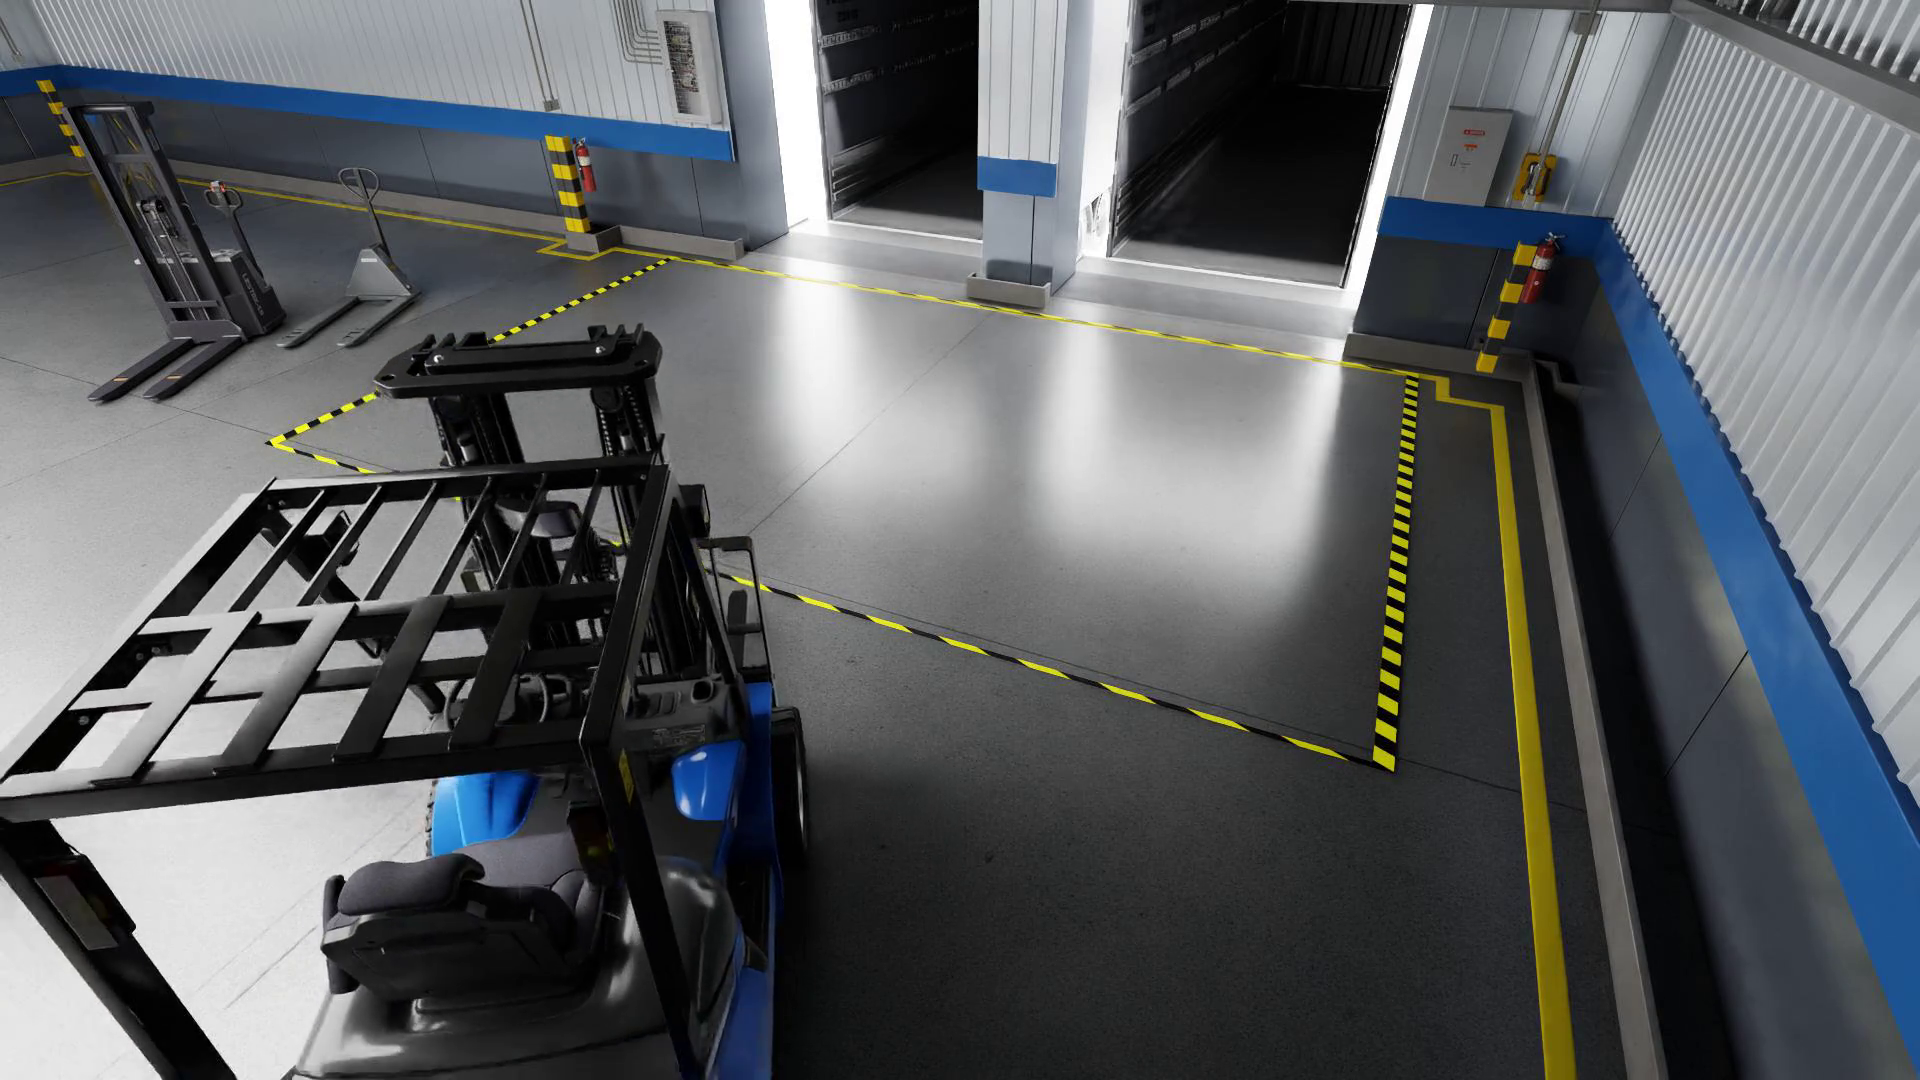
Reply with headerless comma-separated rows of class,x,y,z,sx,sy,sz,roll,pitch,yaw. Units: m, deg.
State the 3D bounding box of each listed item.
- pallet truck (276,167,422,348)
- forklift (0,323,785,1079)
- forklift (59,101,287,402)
pallet truck,-5.732,-2.611,8.414,0.680,1.201,1.601,-1,35,-1
forklift,-1.178,0.824,2.531,1.157,2.036,2.680,-5,35,-7
forklift,-6.686,-2.387,7.434,0.823,1.965,1.885,-3,35,-5
